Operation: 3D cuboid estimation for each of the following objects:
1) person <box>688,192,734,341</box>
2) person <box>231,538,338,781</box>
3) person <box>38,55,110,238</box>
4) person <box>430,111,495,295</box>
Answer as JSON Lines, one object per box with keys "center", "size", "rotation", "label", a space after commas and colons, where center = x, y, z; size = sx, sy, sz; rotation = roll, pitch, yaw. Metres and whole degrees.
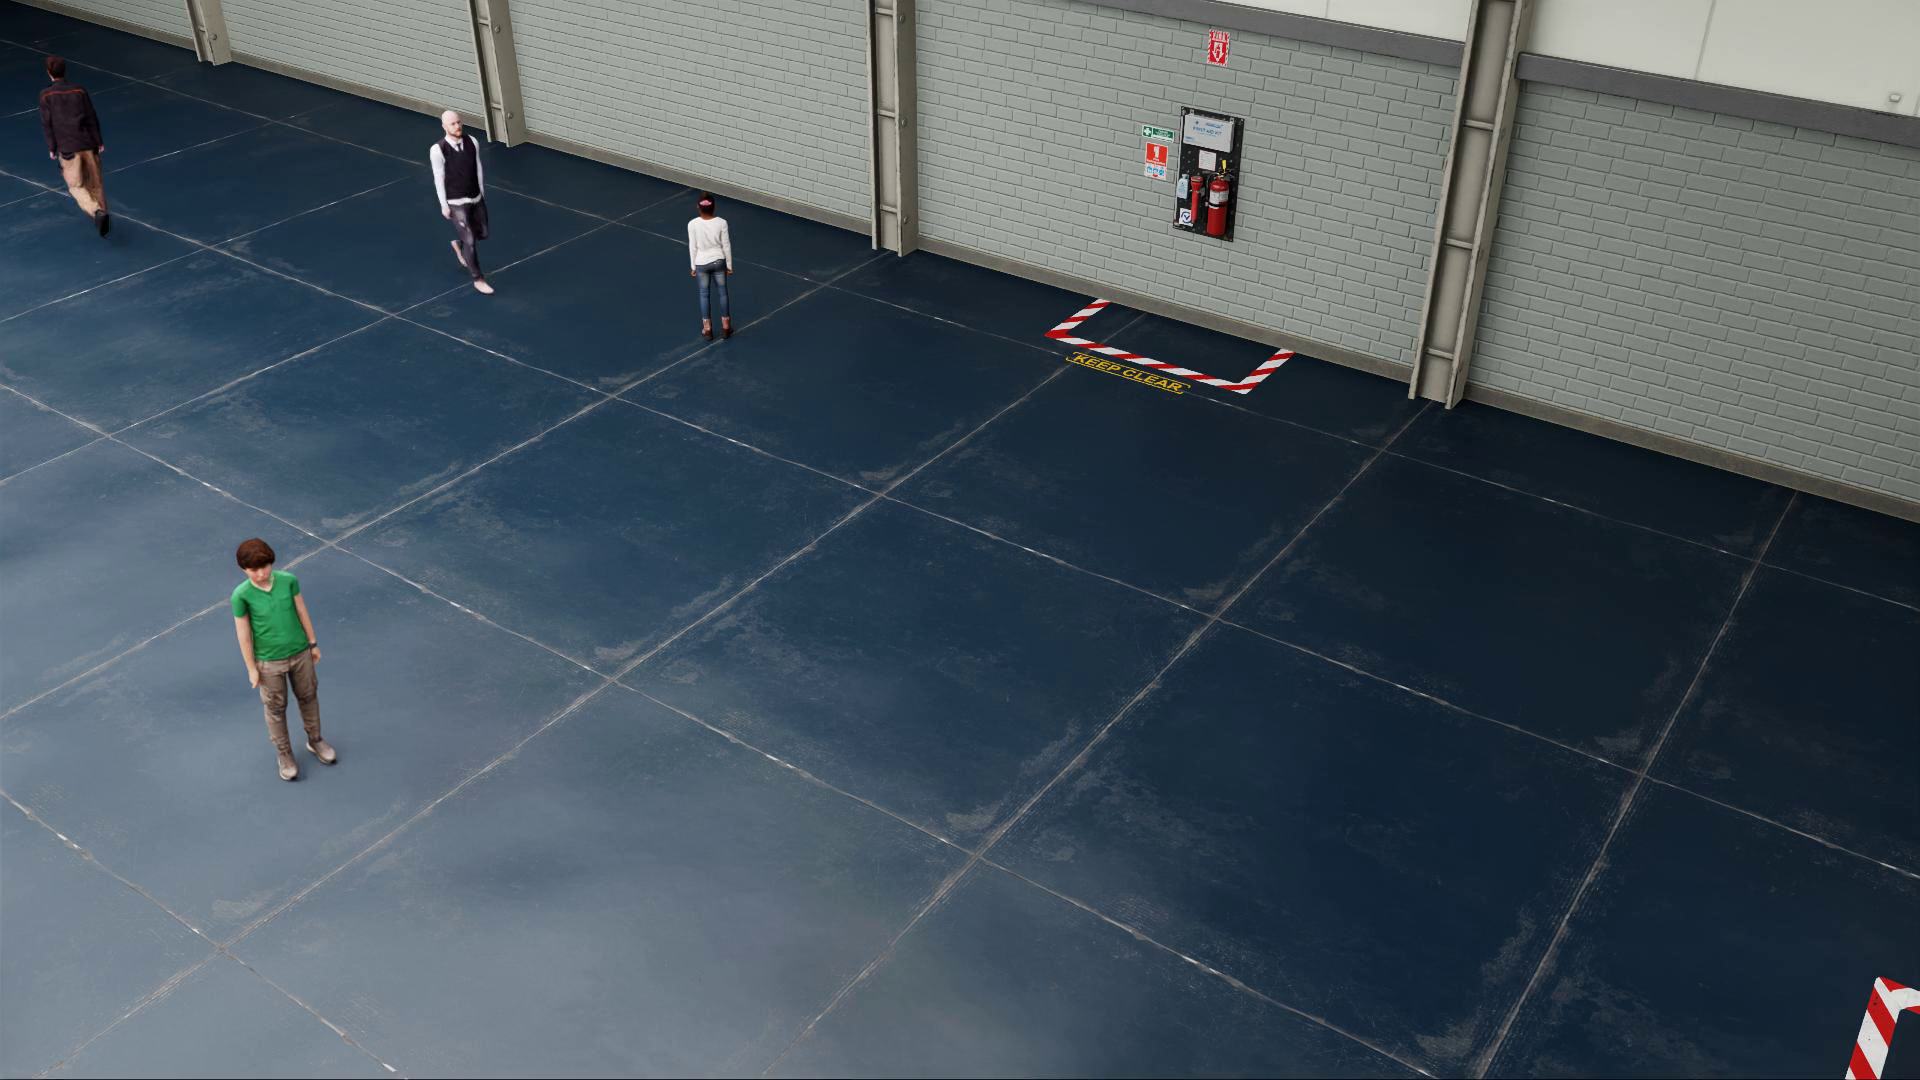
{"center": [-2.321, -2.568, 15.467], "size": [0.595, 1.452, 0.652], "rotation": [-6, 33, -9], "label": "person"}
{"center": [-4.135, 0.687, 10.120], "size": [0.644, 1.651, 0.605], "rotation": [-24, 40, -33], "label": "person"}
{"center": [-9.246, -4.080, 17.437], "size": [0.826, 1.907, 1.064], "rotation": [-26, 41, -35], "label": "person"}
{"center": [-4.918, -3.336, 16.359], "size": [1.034, 1.800, 0.764], "rotation": [26, 40, 35], "label": "person"}
